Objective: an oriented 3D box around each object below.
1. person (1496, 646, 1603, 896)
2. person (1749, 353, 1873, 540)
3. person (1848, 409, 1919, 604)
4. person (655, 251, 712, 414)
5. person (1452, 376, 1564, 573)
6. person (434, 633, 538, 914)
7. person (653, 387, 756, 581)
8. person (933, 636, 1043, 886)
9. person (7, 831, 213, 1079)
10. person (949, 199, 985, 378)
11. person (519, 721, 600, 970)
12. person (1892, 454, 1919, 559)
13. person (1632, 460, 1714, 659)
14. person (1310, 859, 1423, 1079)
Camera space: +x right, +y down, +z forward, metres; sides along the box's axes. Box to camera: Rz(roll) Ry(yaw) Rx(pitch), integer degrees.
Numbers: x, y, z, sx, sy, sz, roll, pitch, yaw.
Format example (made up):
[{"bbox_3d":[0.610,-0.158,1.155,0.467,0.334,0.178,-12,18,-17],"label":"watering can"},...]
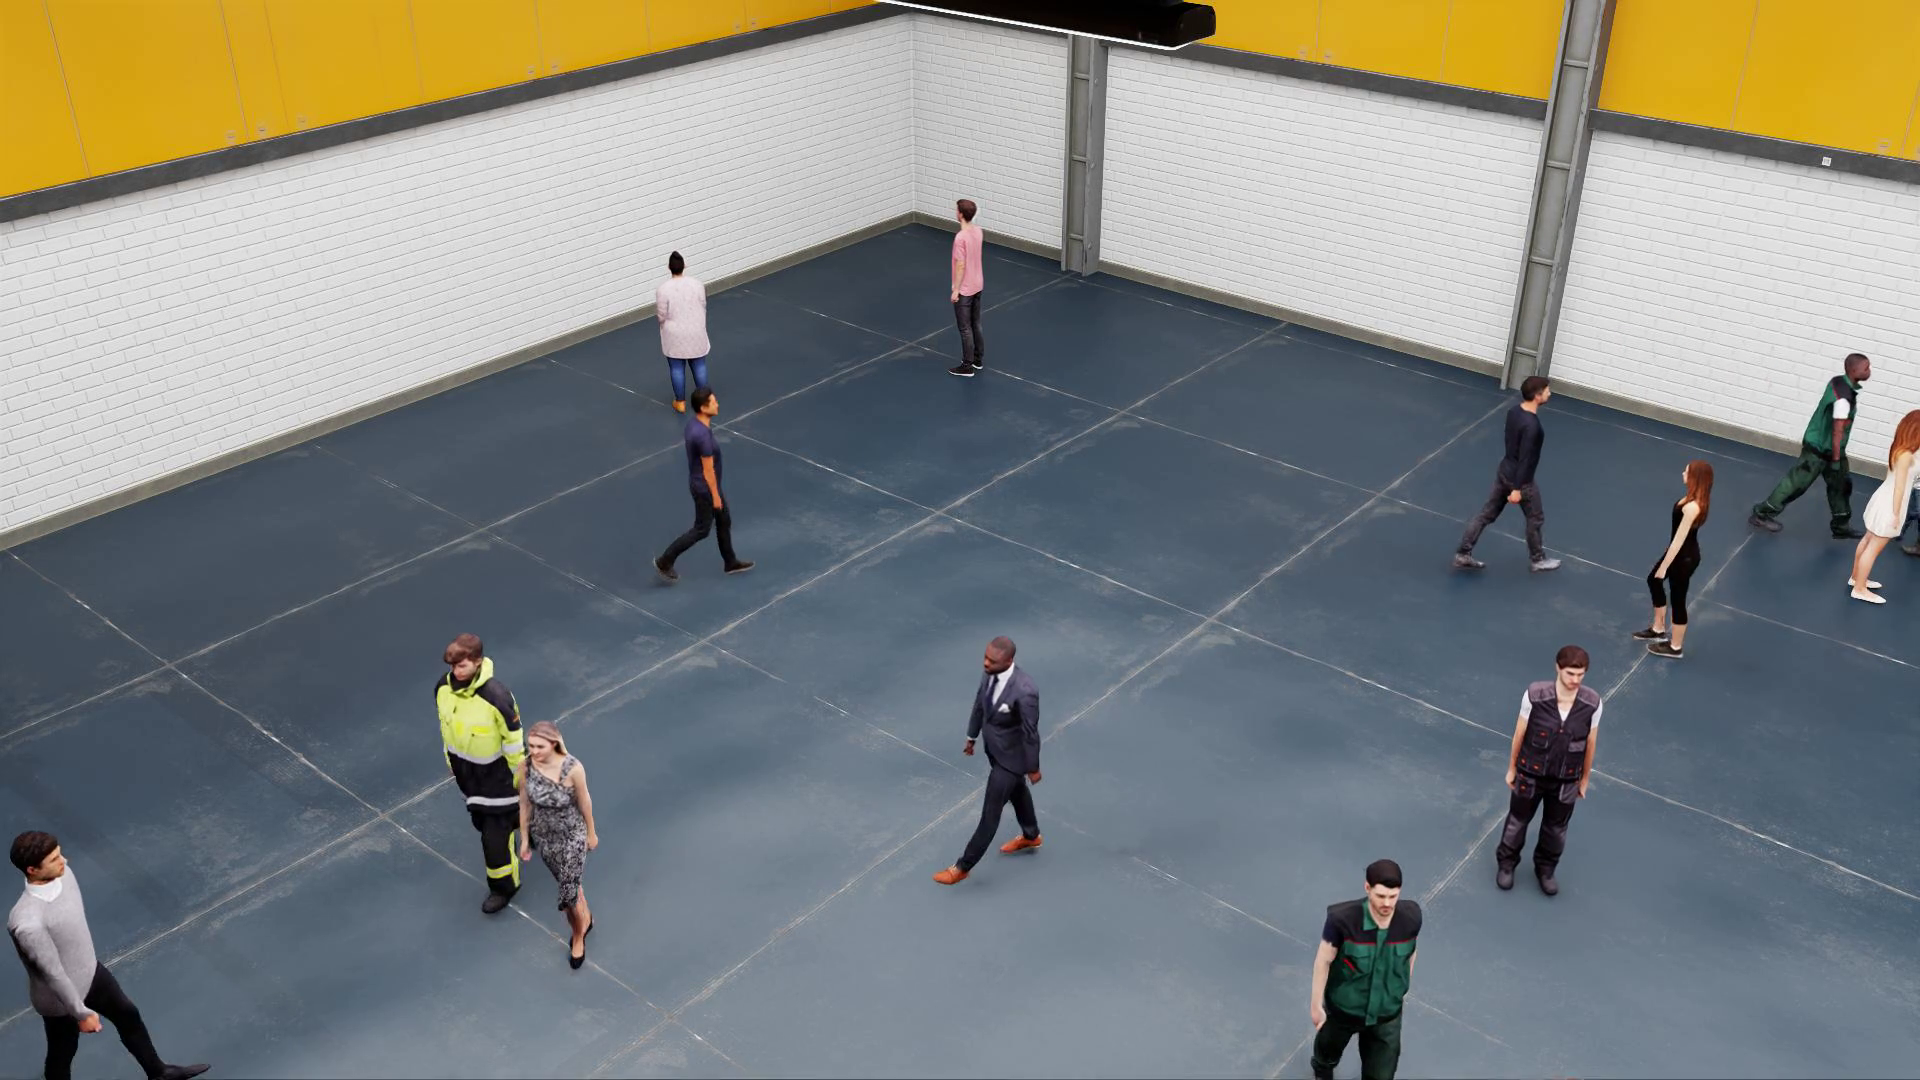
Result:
[{"bbox_3d":[3.730,1.452,10.548,0.696,1.843,0.811,6,29,11],"label":"person"},{"bbox_3d":[7.564,-0.804,14.748,1.297,1.781,0.907,13,31,22],"label":"person"},{"bbox_3d":[7.770,-0.307,13.916,0.620,1.706,0.620,11,31,20],"label":"person"},{"bbox_3d":[-2.876,-2.175,17.302,0.801,1.742,0.817,-8,30,-15],"label":"person"},{"bbox_3d":[4.639,-0.509,14.165,1.240,1.822,1.178,-2,29,-4],"label":"person"},{"bbox_3d":[-2.935,1.387,10.555,1.073,1.949,1.005,12,31,21],"label":"person"},{"bbox_3d":[-2.245,-0.429,14.079,1.128,1.763,1.131,-5,29,-10],"label":"person"},{"bbox_3d":[0.382,1.370,10.761,1.082,1.782,1.178,-13,31,-22],"label":"person"},{"bbox_3d":[-4.833,2.362,8.825,1.172,1.895,1.106,-1,29,-2],"label":"person"},{"bbox_3d":[0.085,-2.755,18.141,0.598,1.957,0.673,15,32,25],"label":"person"},{"bbox_3d":[-2.388,1.764,10.142,0.706,1.682,0.761,8,30,14],"label":"person"},{"bbox_3d":[8.522,-0.436,14.574,0.687,1.301,0.832,-12,31,-21],"label":"person"},{"bbox_3d":[5.740,0.174,13.022,0.699,1.717,0.664,14,32,24],"label":"person"},{"bbox_3d":[2.103,2.393,8.814,1.262,1.851,1.288,-1,29,-1],"label":"person"}]
